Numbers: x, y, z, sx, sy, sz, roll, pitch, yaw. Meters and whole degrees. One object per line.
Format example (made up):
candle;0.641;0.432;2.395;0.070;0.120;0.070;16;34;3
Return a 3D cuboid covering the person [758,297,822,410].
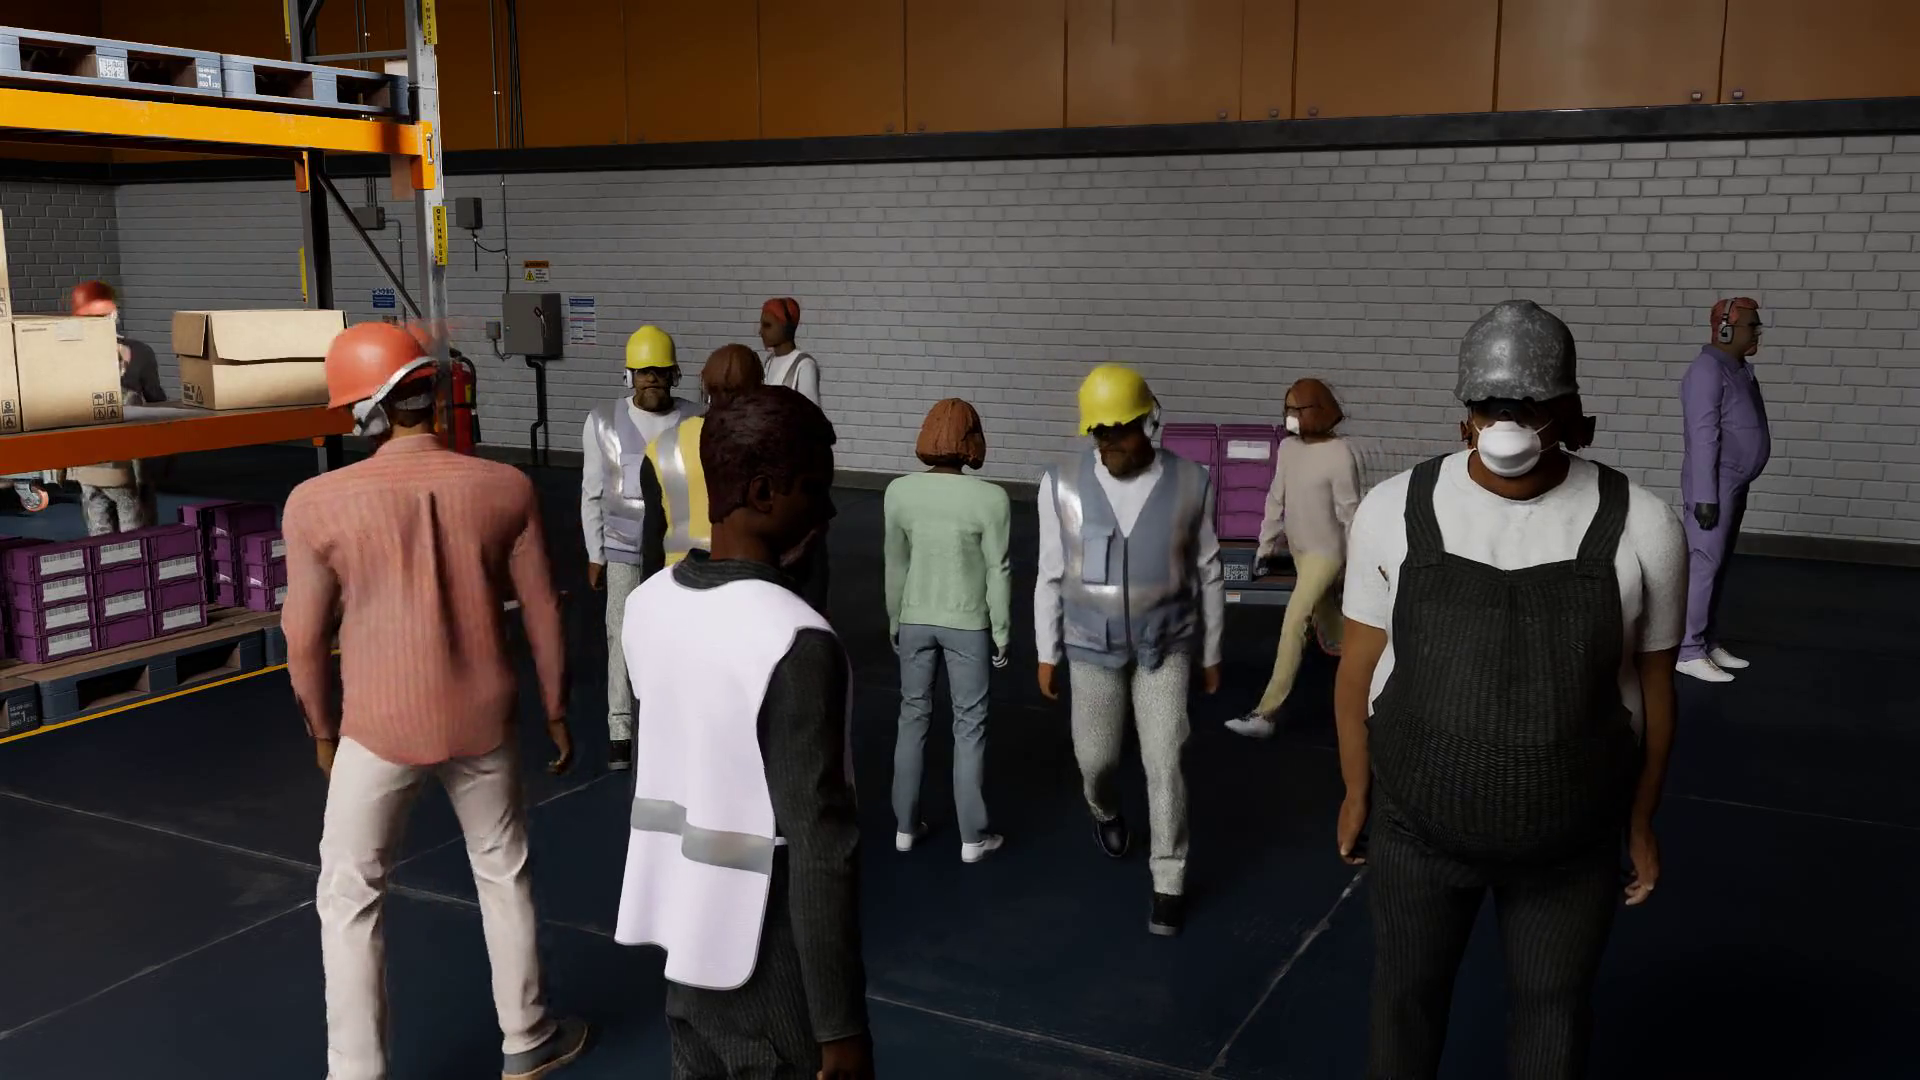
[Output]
person;-0.964;-0.418;9.348;0.338;1.882;0.583;-6;11;-31

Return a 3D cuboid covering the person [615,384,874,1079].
person;-0.357;0.700;2.794;0.391;1.914;0.587;-7;12;-37

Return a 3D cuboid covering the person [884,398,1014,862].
person;-0.043;0.314;5.868;0.497;1.626;0.288;5;11;25

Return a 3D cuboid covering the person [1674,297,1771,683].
person;3.828;-0.256;8.348;0.407;1.908;0.642;7;12;36

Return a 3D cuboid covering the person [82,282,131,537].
person;-5.850;-0.796;11.416;0.587;1.925;0.376;3;10;15

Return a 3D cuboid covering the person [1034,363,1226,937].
person;0.553;0.309;5.401;0.620;1.795;0.691;1;10;7

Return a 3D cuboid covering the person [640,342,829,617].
person;-0.773;0.242;5.701;0.648;1.824;0.545;0;10;-1

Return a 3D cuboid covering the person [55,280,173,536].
person;-4.988;-0.535;9.766;0.647;1.972;0.652;-6;12;-32

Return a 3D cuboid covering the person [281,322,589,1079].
person;-1.320;0.457;4.080;0.895;1.959;0.454;-6;12;-32

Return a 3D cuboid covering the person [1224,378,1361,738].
person;1.576;0.071;7.391;0.893;1.579;0.485;-3;10;-19

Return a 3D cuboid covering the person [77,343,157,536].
person;-4.897;-0.335;9.632;0.515;1.621;0.386;3;10;15

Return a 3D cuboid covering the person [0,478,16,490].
person;-8.761;-1.351;14.987;0.377;1.800;0.571;-1;10;-4

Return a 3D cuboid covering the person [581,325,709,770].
person;-1.261;0.032;6.886;0.587;1.835;0.404;-3;10;-17
